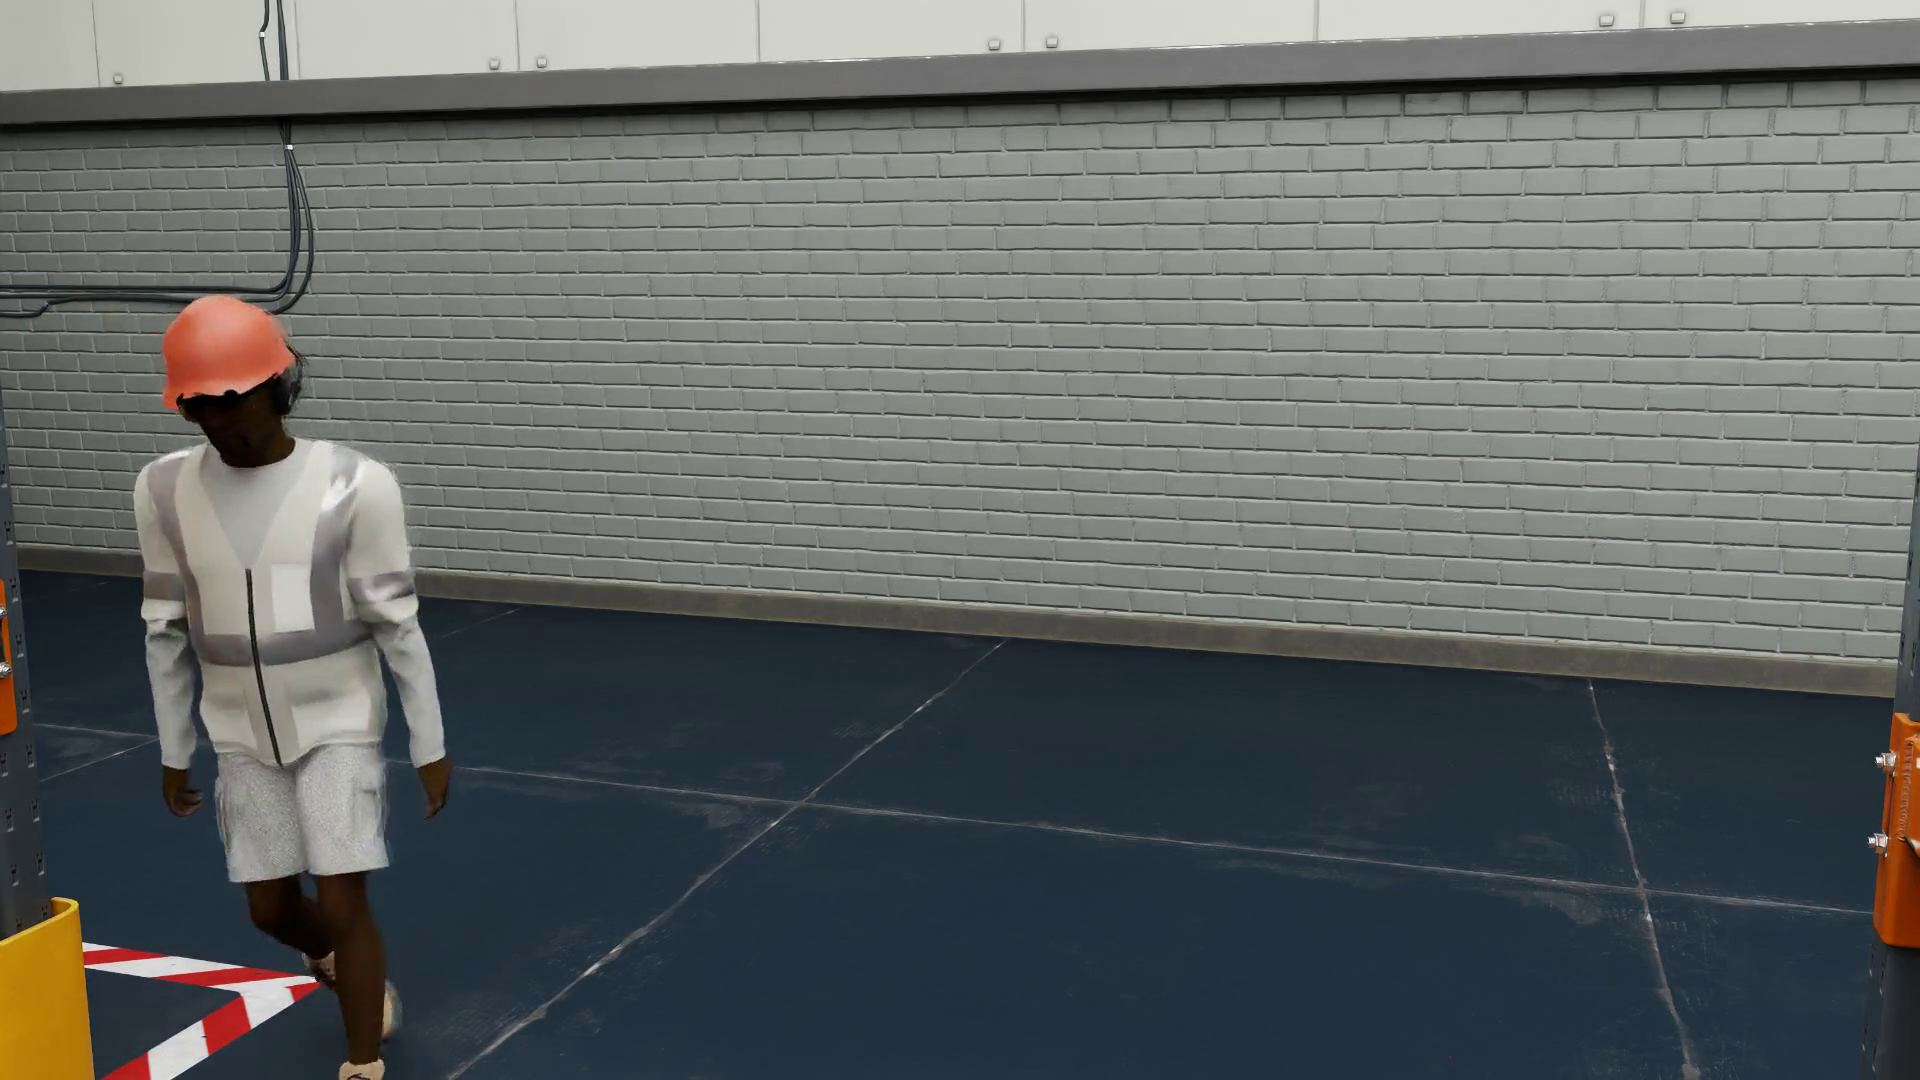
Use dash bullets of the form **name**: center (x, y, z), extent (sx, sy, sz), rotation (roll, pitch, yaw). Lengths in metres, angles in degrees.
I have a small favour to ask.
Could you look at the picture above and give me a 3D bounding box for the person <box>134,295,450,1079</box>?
- **person**: center (-1.531, 0.425, 3.937), extent (0.677, 2.006, 0.745), rotation (0, 10, -2)
